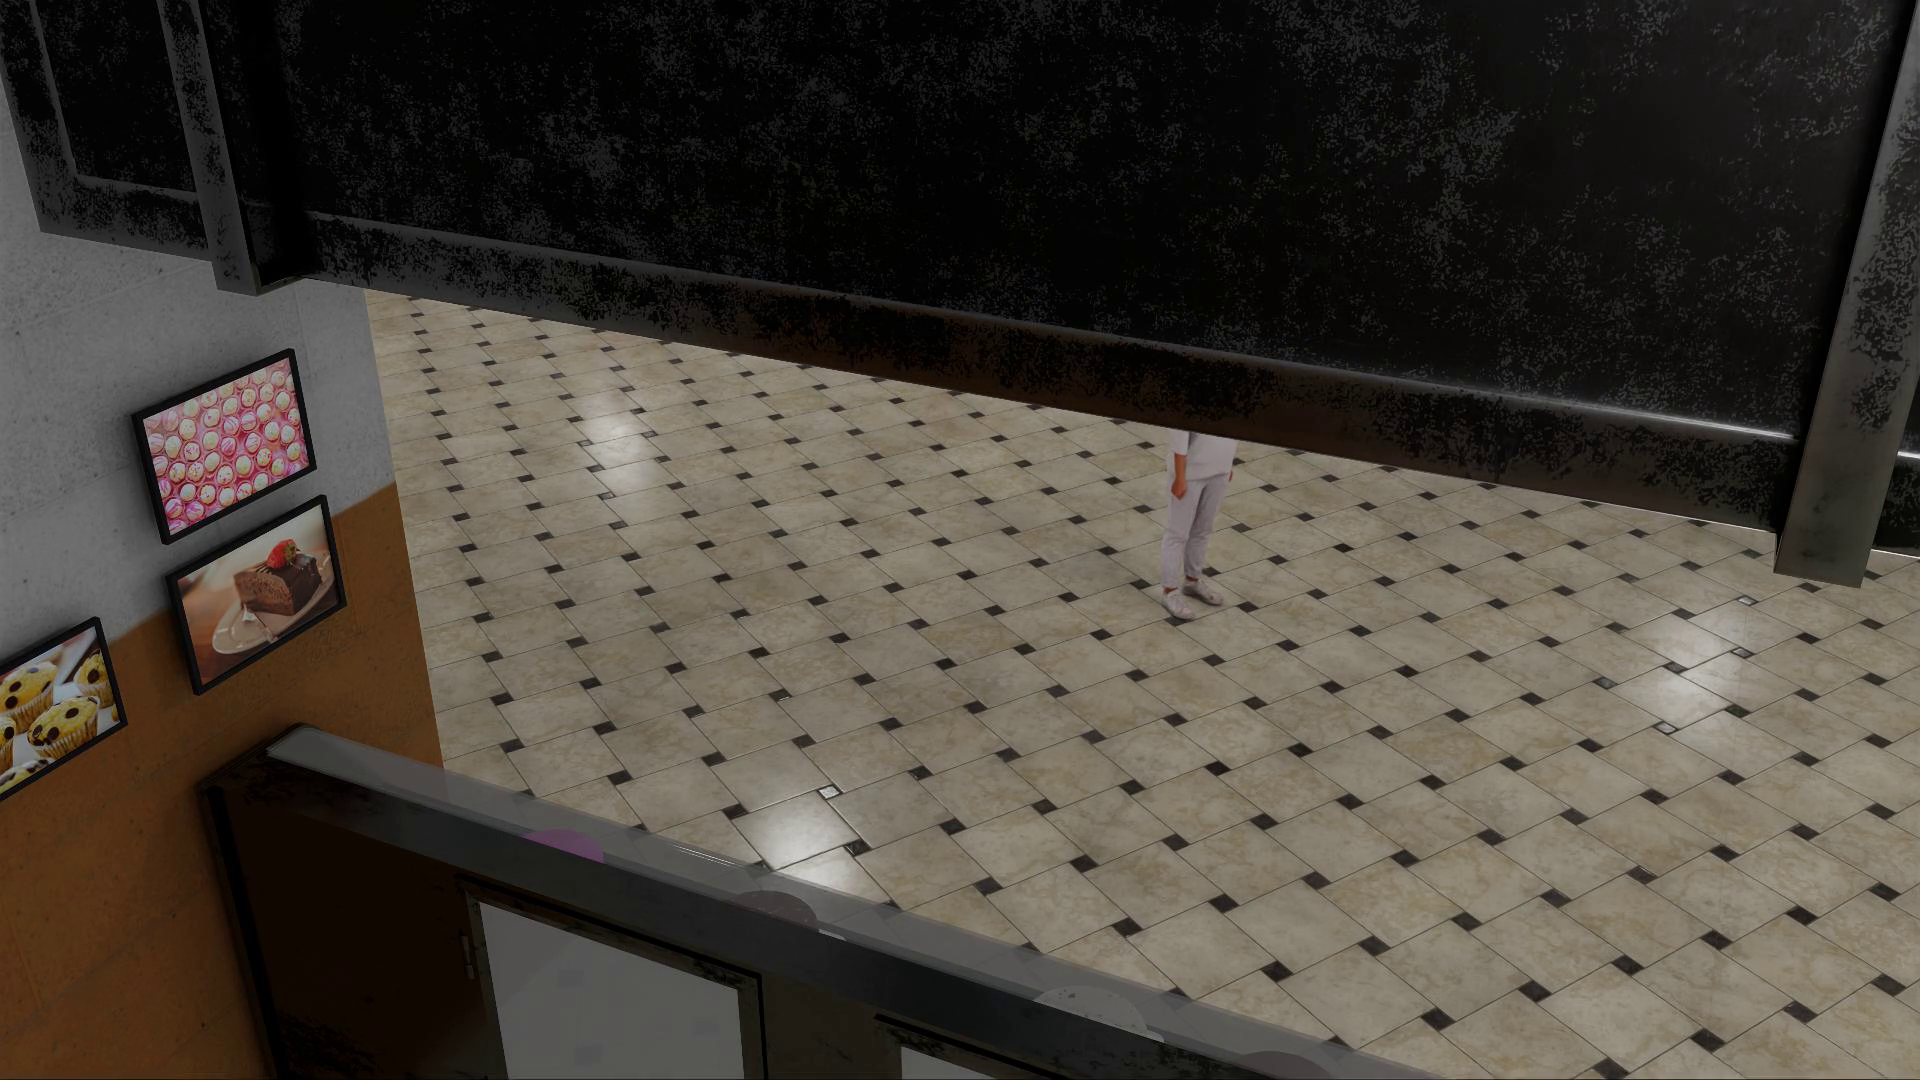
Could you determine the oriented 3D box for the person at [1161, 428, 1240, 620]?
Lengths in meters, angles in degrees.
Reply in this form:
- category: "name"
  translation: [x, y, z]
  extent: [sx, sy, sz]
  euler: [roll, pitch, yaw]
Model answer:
- category: "person"
  translation: [1.274, -0.405, 8.852]
  extent: [0.610, 1.688, 0.736]
  euler: [-21, 34, -35]
